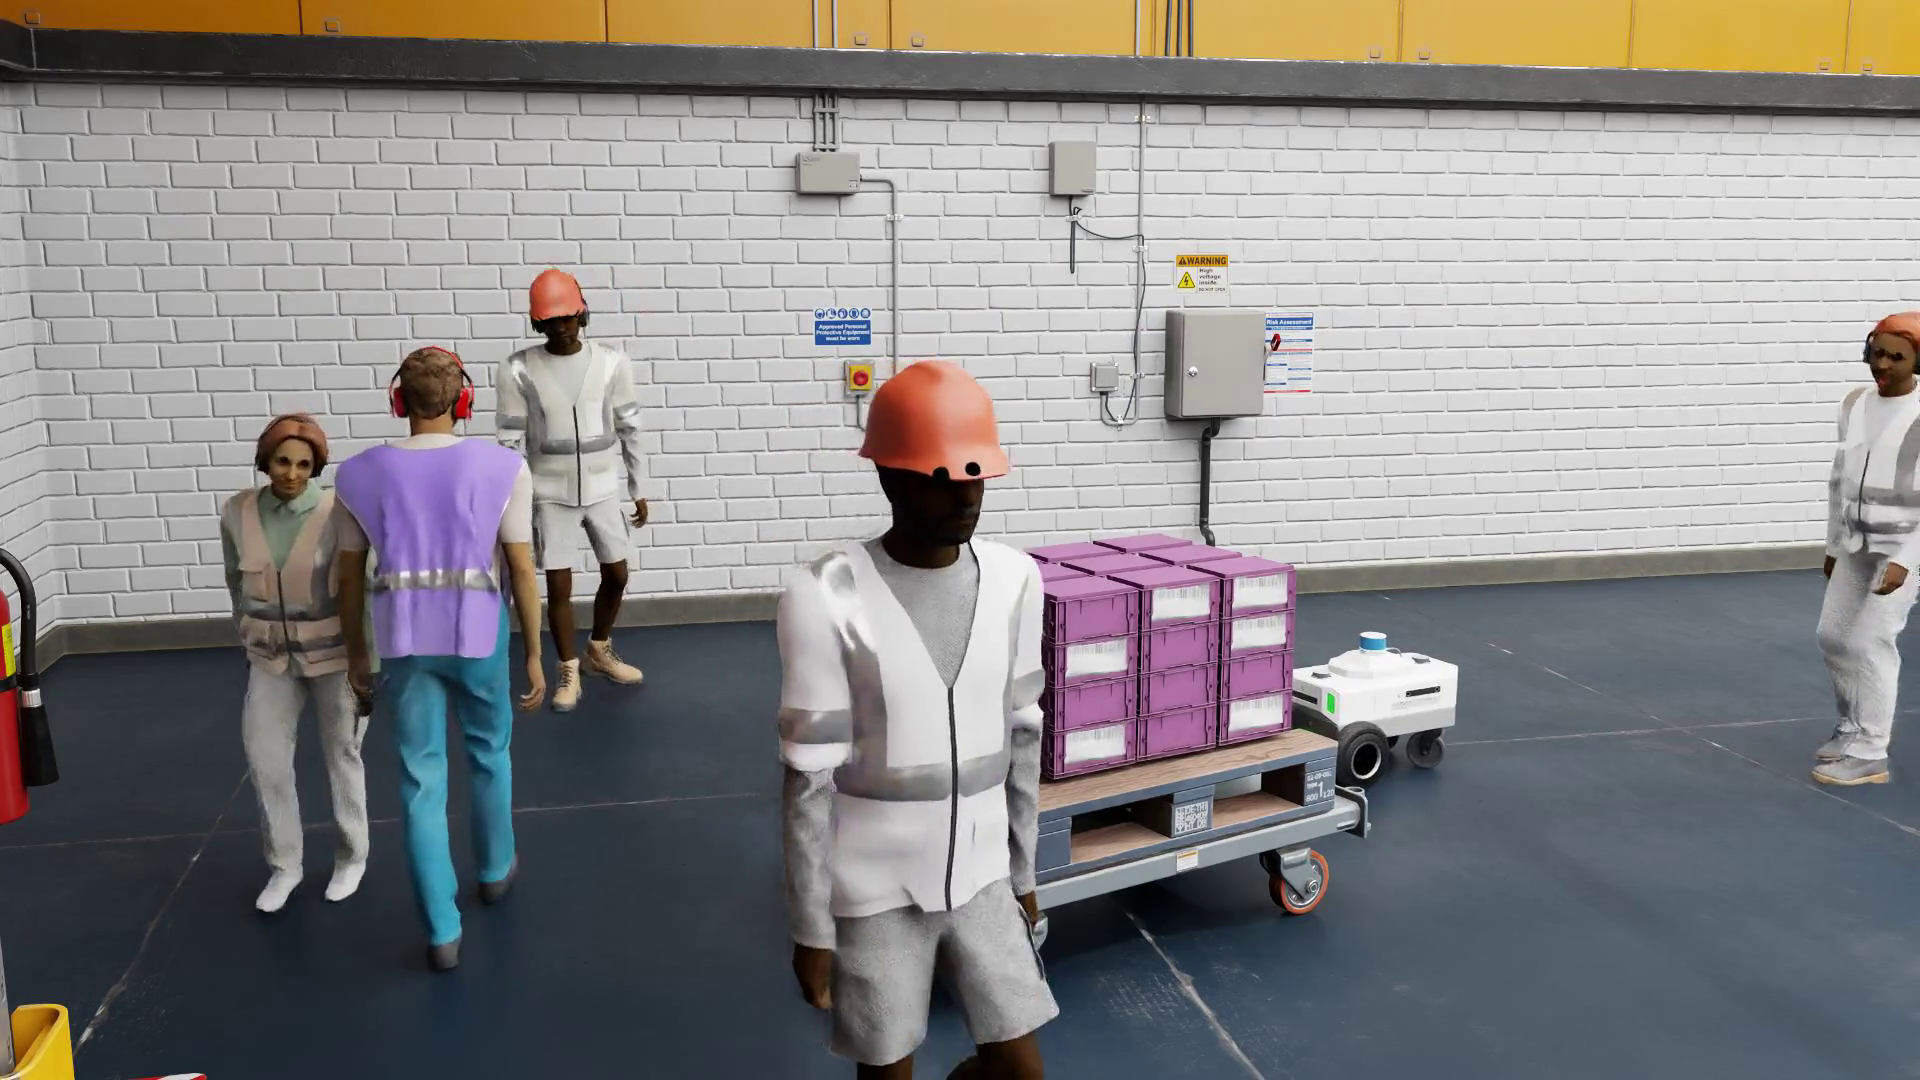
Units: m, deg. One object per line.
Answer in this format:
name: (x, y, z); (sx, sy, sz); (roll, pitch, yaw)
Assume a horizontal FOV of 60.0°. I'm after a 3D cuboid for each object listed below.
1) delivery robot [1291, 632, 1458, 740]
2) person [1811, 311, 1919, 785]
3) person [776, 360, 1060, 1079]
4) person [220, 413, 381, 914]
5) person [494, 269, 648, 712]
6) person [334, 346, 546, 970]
delivery robot: (1.653, 0.614, 6.687); (0.707, 0.478, 0.477); (-5, 11, -27)
person: (3.608, 0.051, 6.477); (0.533, 1.857, 0.618); (-3, 11, -16)
person: (-0.079, 0.624, 3.109); (0.559, 1.924, 0.475); (-6, 12, -29)
person: (-2.038, 0.392, 5.251); (0.531, 1.602, 0.506); (0, 10, 2)
person: (-1.754, -0.217, 7.533); (0.674, 2.016, 0.606); (-5, 11, -25)
person: (-1.575, 0.318, 5.097); (0.592, 1.802, 0.889); (-2, 10, -11)
